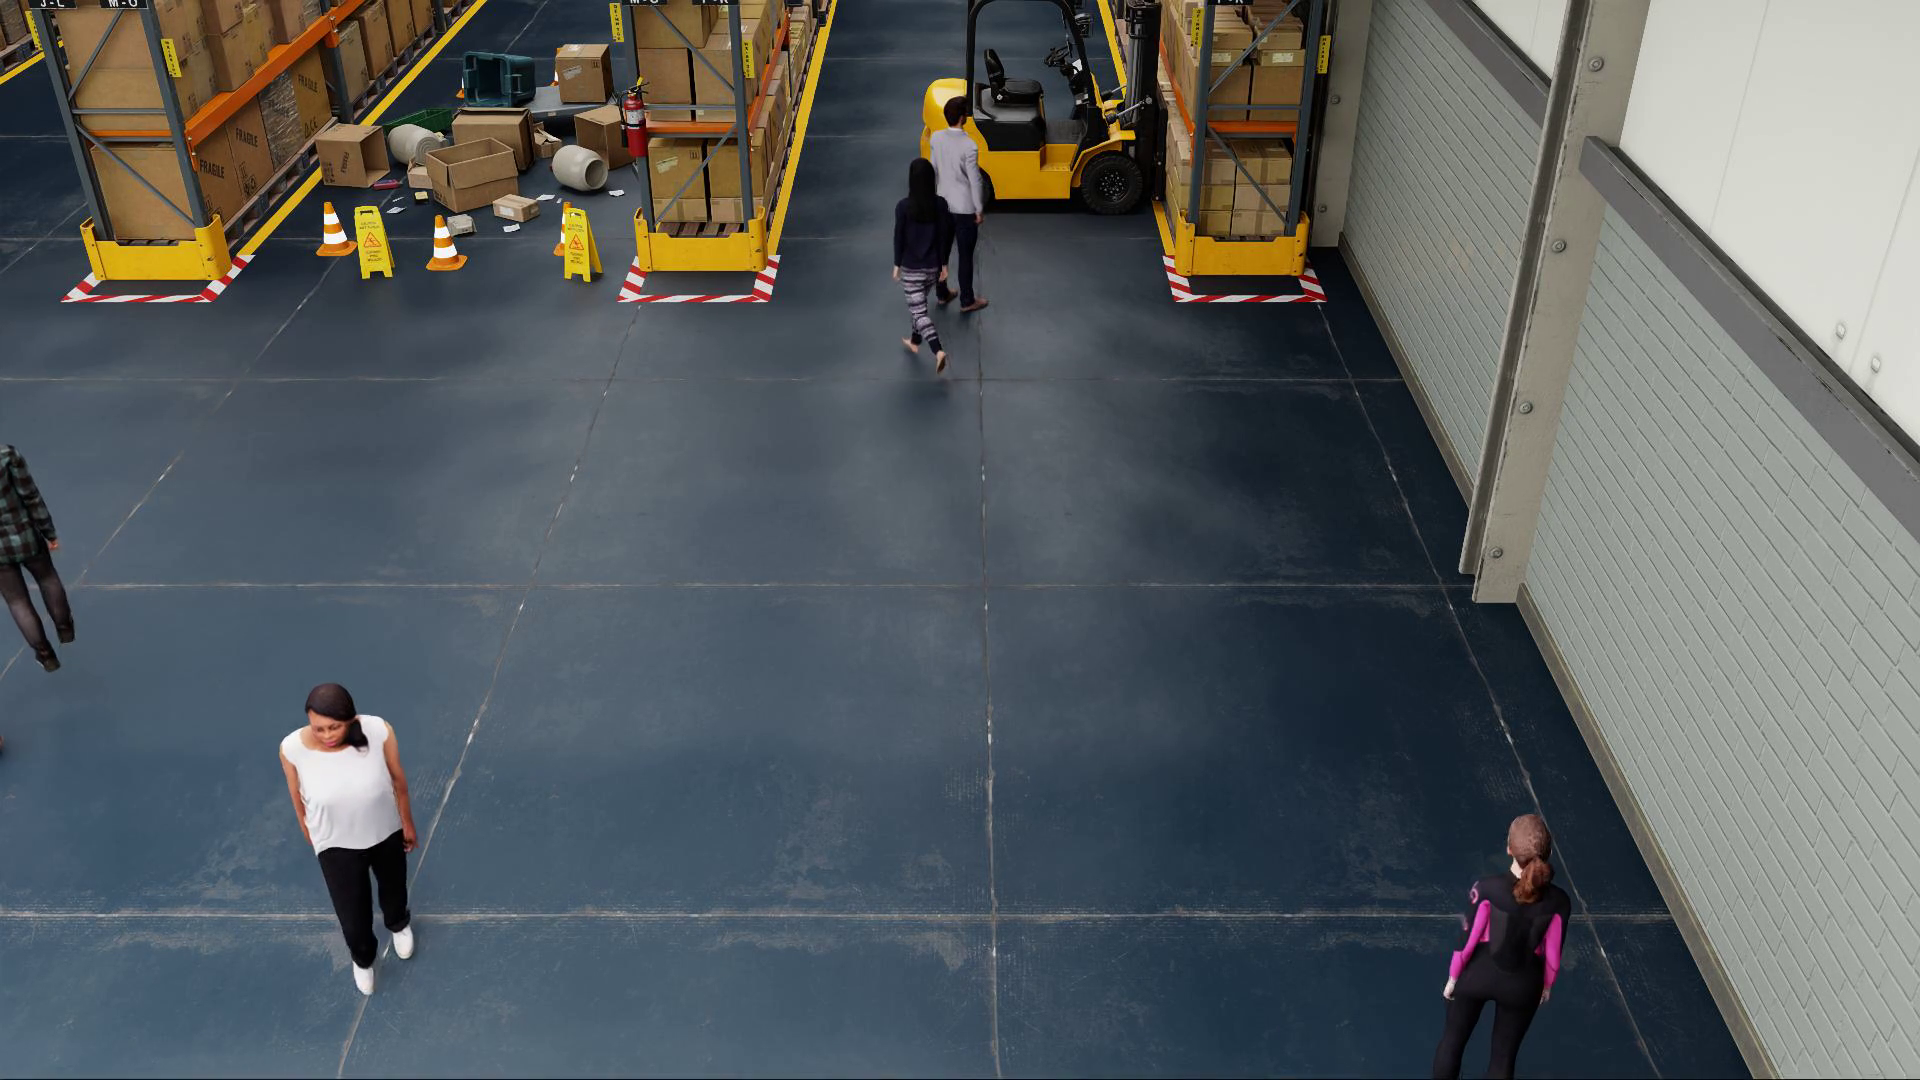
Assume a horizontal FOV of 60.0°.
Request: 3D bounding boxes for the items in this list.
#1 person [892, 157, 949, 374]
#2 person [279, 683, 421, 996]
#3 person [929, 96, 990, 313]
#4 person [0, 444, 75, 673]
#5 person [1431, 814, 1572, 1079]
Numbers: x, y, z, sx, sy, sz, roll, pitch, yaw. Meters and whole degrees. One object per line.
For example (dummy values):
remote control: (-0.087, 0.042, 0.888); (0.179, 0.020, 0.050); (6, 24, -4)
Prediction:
person: (-0.283, -2.156, 13.226); (0.922, 1.703, 1.126); (-16, 35, -23)
person: (-2.808, 1.292, 7.788); (0.784, 1.674, 0.823); (-16, 35, -23)
person: (-0.035, -2.875, 14.226); (0.761, 1.853, 0.799); (25, 40, 33)
person: (-5.357, 0.006, 9.383); (0.909, 1.710, 0.944); (-21, 38, -29)
person: (2.219, 1.824, 6.874); (0.652, 1.750, 0.685); (11, 34, 17)
